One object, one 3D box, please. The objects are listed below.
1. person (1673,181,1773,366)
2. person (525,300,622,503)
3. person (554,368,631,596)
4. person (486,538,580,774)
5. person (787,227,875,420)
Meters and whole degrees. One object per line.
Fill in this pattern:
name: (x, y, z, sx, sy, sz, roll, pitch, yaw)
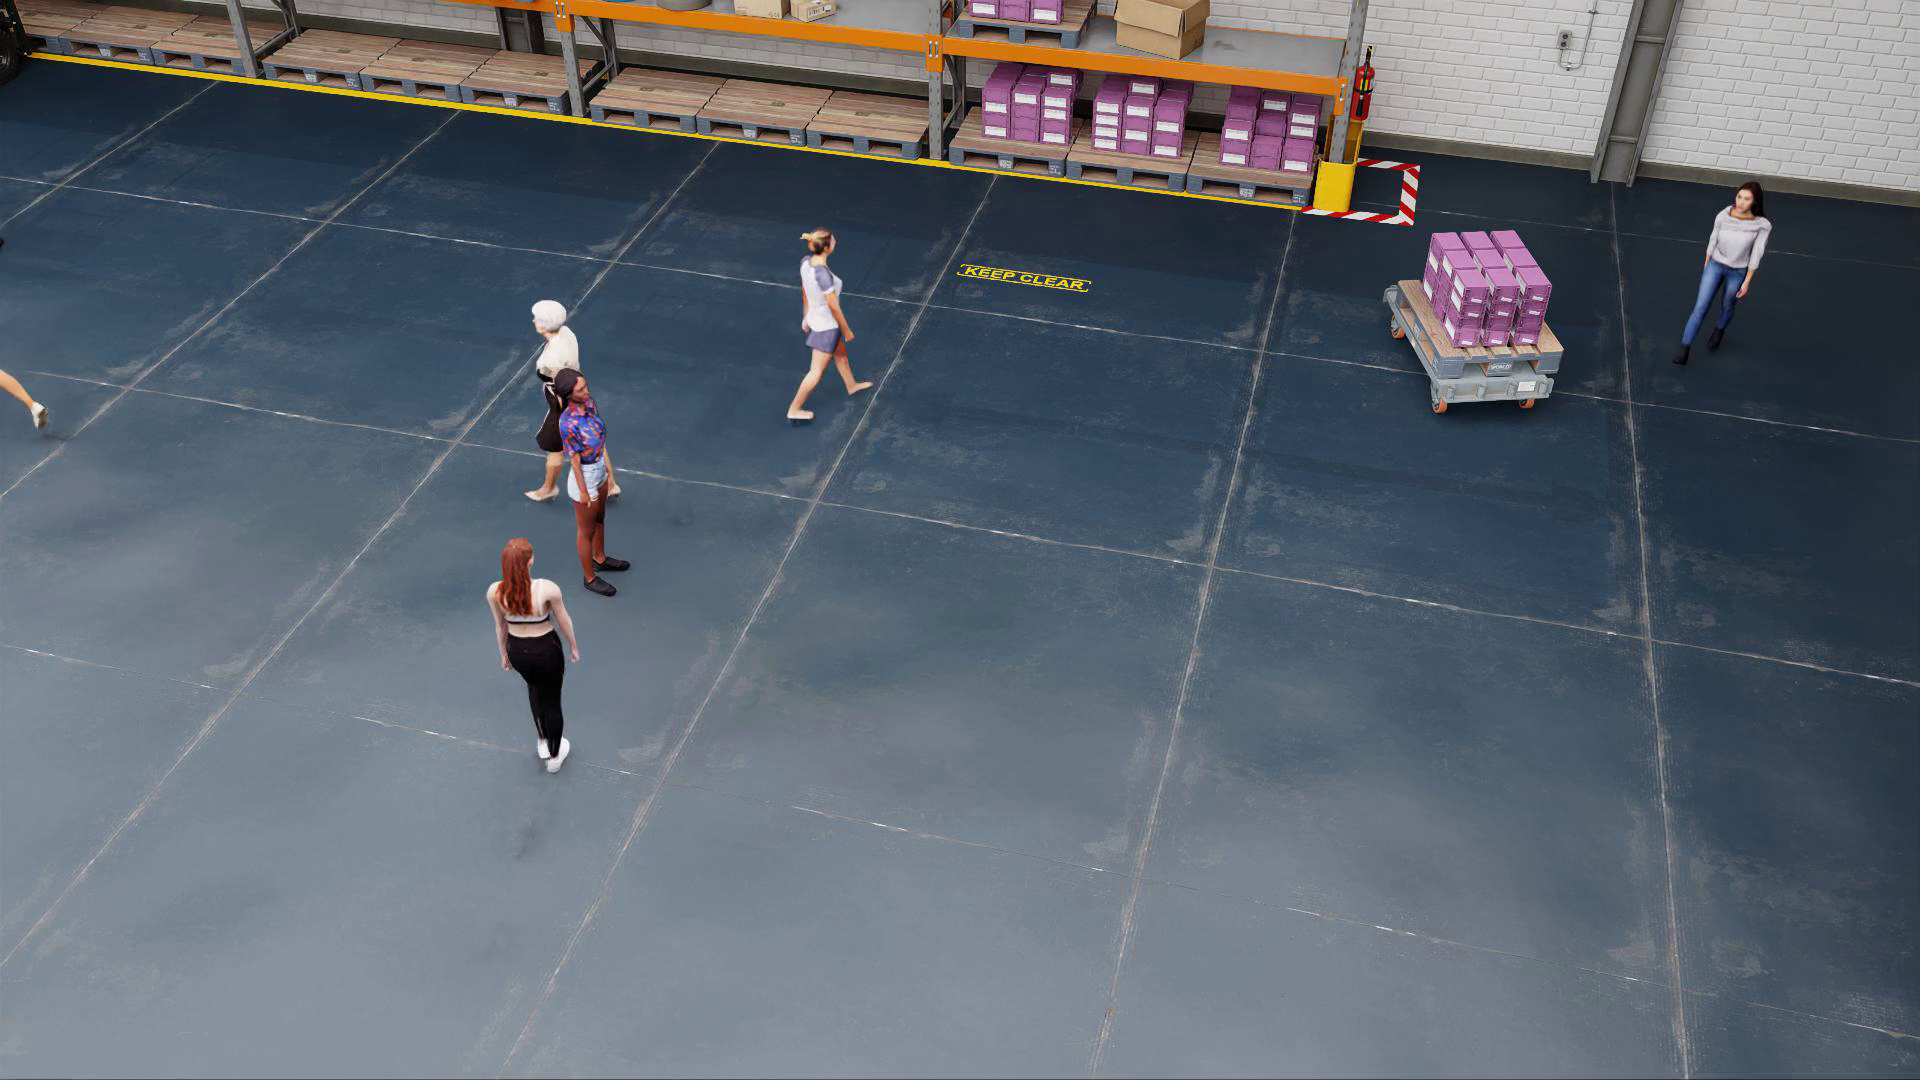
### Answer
person: (6.358, -2.214, 13.706, 1.064, 1.580, 0.926, 26, 45, 28)
person: (-2.727, -0.945, 12.002, 0.976, 1.723, 0.712, 6, 39, 7)
person: (-2.540, -0.420, 11.330, 0.526, 1.742, 0.596, 7, 39, 8)
person: (-2.533, 0.752, 9.869, 0.596, 1.732, 0.718, 0, 39, 1)
person: (-1.131, -1.640, 12.986, 1.096, 1.581, 0.987, -16, 41, -19)
